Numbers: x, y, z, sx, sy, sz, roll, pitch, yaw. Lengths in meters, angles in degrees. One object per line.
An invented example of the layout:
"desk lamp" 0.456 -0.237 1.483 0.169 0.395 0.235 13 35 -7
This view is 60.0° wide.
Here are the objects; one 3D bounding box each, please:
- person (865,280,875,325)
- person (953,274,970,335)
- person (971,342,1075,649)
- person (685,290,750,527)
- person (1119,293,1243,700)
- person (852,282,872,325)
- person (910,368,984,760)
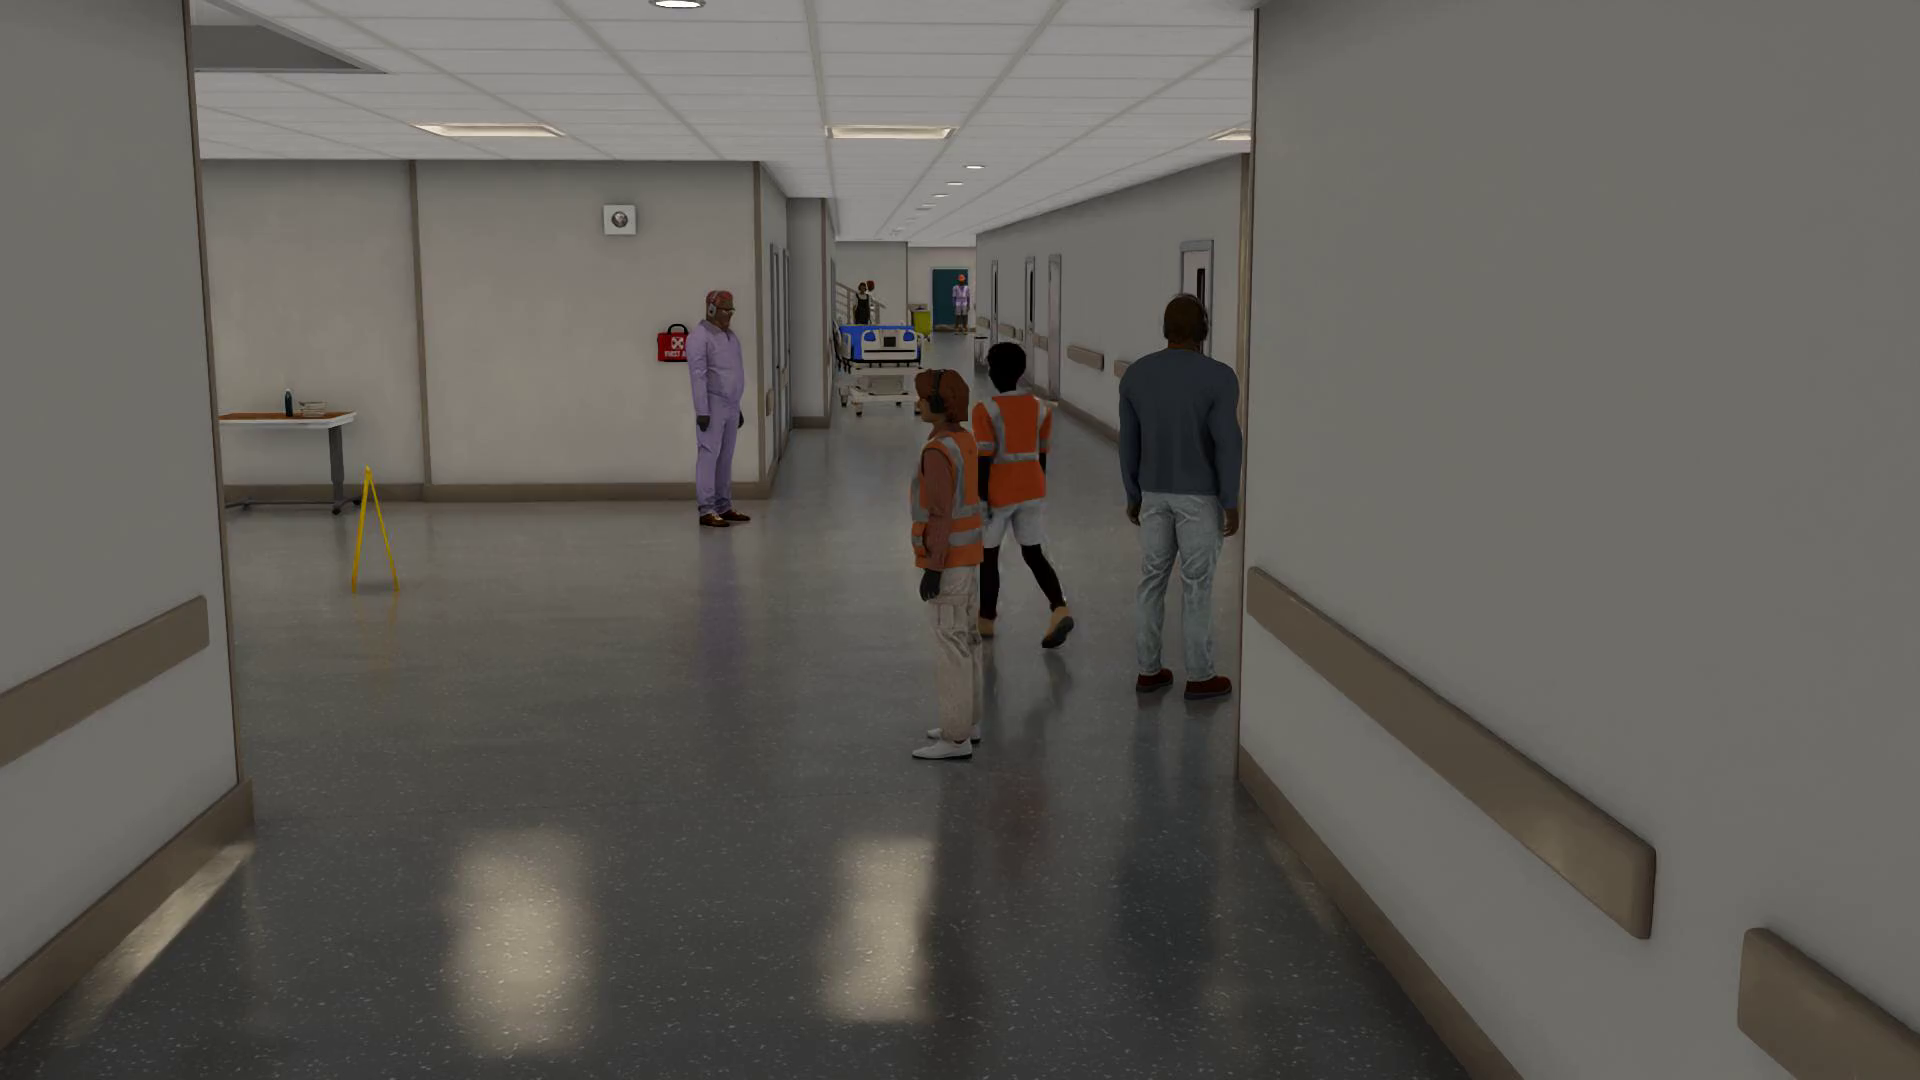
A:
"person" -2.609 -6.485 47.603 0.355 1.875 0.575 0 9 -2
"person" 0.052 -7.978 56.440 0.608 2.044 0.371 -1 9 -6
"person" 0.327 -0.239 9.035 0.535 1.670 0.769 -6 11 -33
"person" -1.944 -1.067 13.494 0.410 1.905 0.641 3 10 21
"person" 1.059 -0.204 7.960 0.636 1.939 0.364 7 11 36
"person" -2.502 -5.664 42.546 0.507 1.838 0.351 -4 10 -25
"person" -0.053 0.101 6.976 0.314 1.640 0.516 2 9 14
